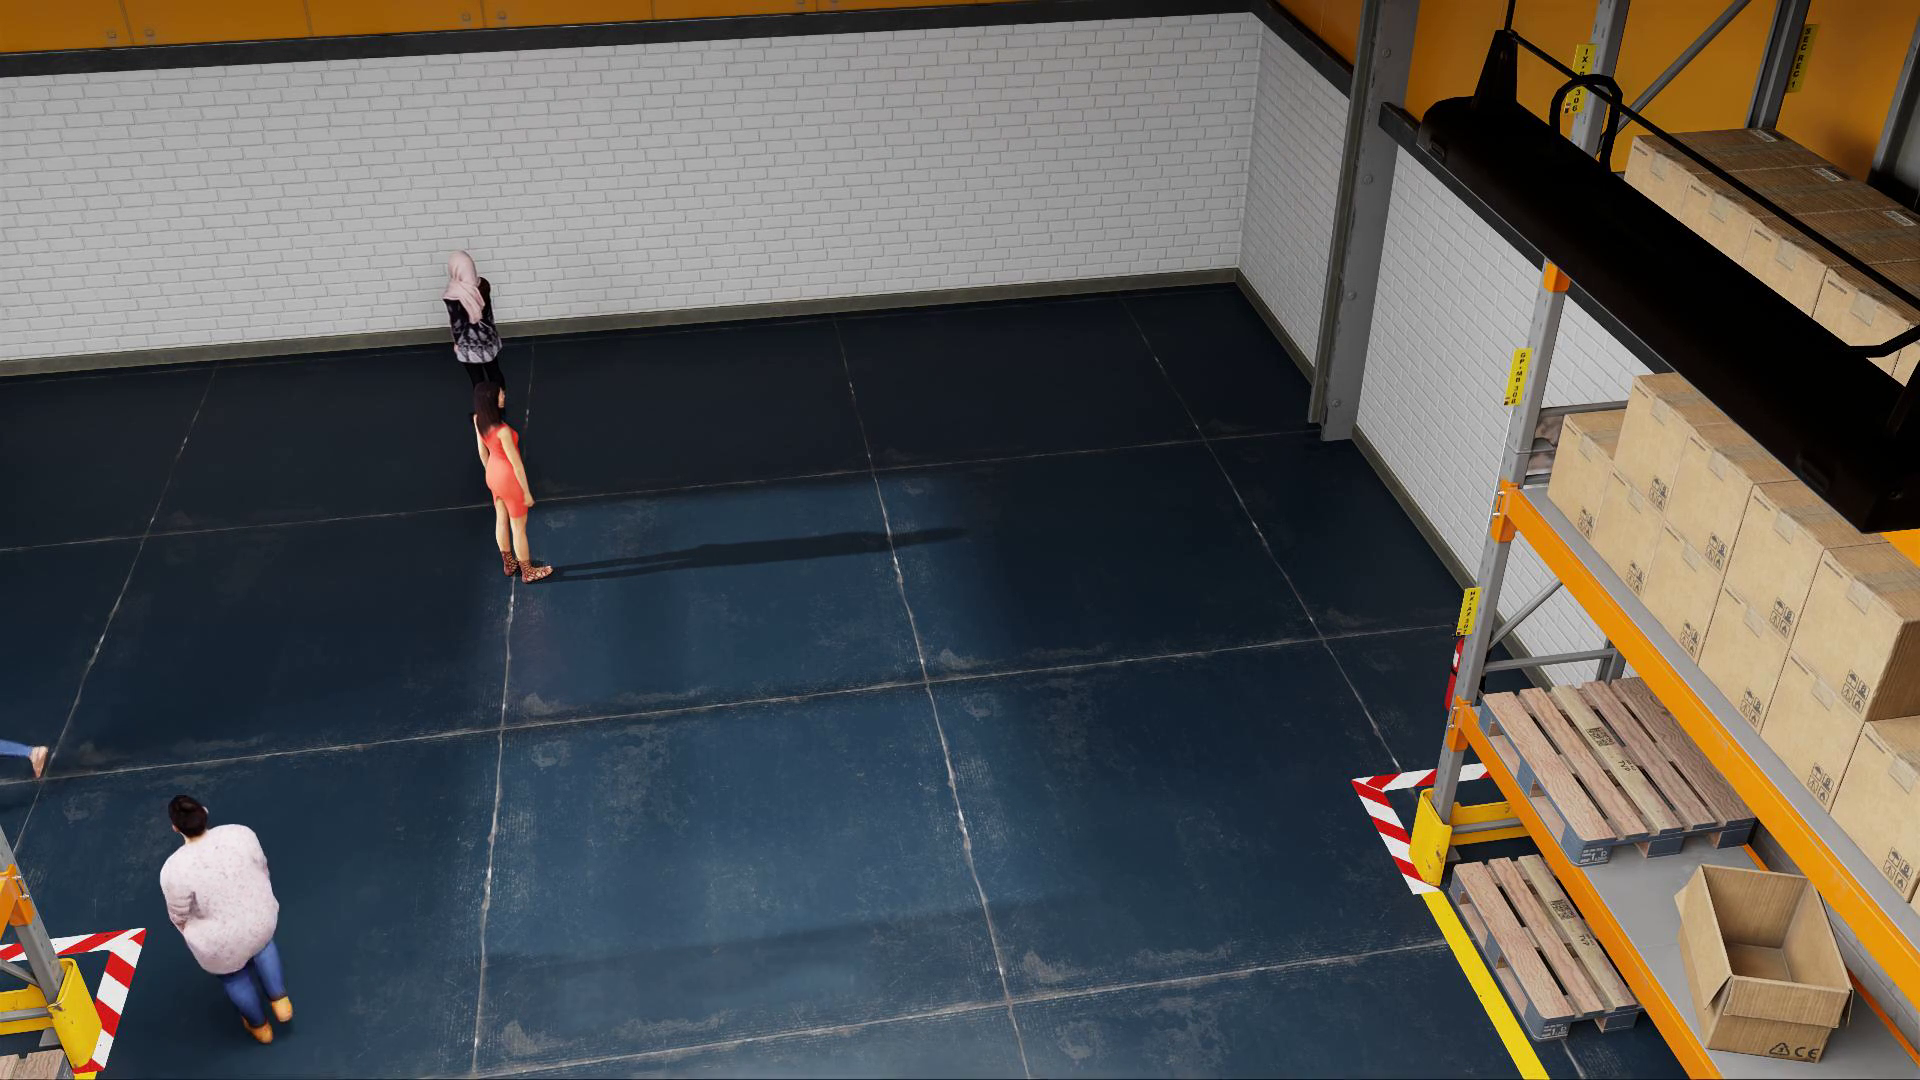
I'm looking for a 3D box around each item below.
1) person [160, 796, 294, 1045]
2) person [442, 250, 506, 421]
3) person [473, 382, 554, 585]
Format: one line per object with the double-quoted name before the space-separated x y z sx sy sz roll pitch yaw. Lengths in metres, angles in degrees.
"person" -3.867 2.062 8.886 0.847 1.734 0.879 -27 42 -35
"person" -4.311 -1.817 14.810 0.812 1.638 0.747 20 38 27
"person" -3.457 -0.439 12.663 0.658 1.719 0.728 24 40 31
